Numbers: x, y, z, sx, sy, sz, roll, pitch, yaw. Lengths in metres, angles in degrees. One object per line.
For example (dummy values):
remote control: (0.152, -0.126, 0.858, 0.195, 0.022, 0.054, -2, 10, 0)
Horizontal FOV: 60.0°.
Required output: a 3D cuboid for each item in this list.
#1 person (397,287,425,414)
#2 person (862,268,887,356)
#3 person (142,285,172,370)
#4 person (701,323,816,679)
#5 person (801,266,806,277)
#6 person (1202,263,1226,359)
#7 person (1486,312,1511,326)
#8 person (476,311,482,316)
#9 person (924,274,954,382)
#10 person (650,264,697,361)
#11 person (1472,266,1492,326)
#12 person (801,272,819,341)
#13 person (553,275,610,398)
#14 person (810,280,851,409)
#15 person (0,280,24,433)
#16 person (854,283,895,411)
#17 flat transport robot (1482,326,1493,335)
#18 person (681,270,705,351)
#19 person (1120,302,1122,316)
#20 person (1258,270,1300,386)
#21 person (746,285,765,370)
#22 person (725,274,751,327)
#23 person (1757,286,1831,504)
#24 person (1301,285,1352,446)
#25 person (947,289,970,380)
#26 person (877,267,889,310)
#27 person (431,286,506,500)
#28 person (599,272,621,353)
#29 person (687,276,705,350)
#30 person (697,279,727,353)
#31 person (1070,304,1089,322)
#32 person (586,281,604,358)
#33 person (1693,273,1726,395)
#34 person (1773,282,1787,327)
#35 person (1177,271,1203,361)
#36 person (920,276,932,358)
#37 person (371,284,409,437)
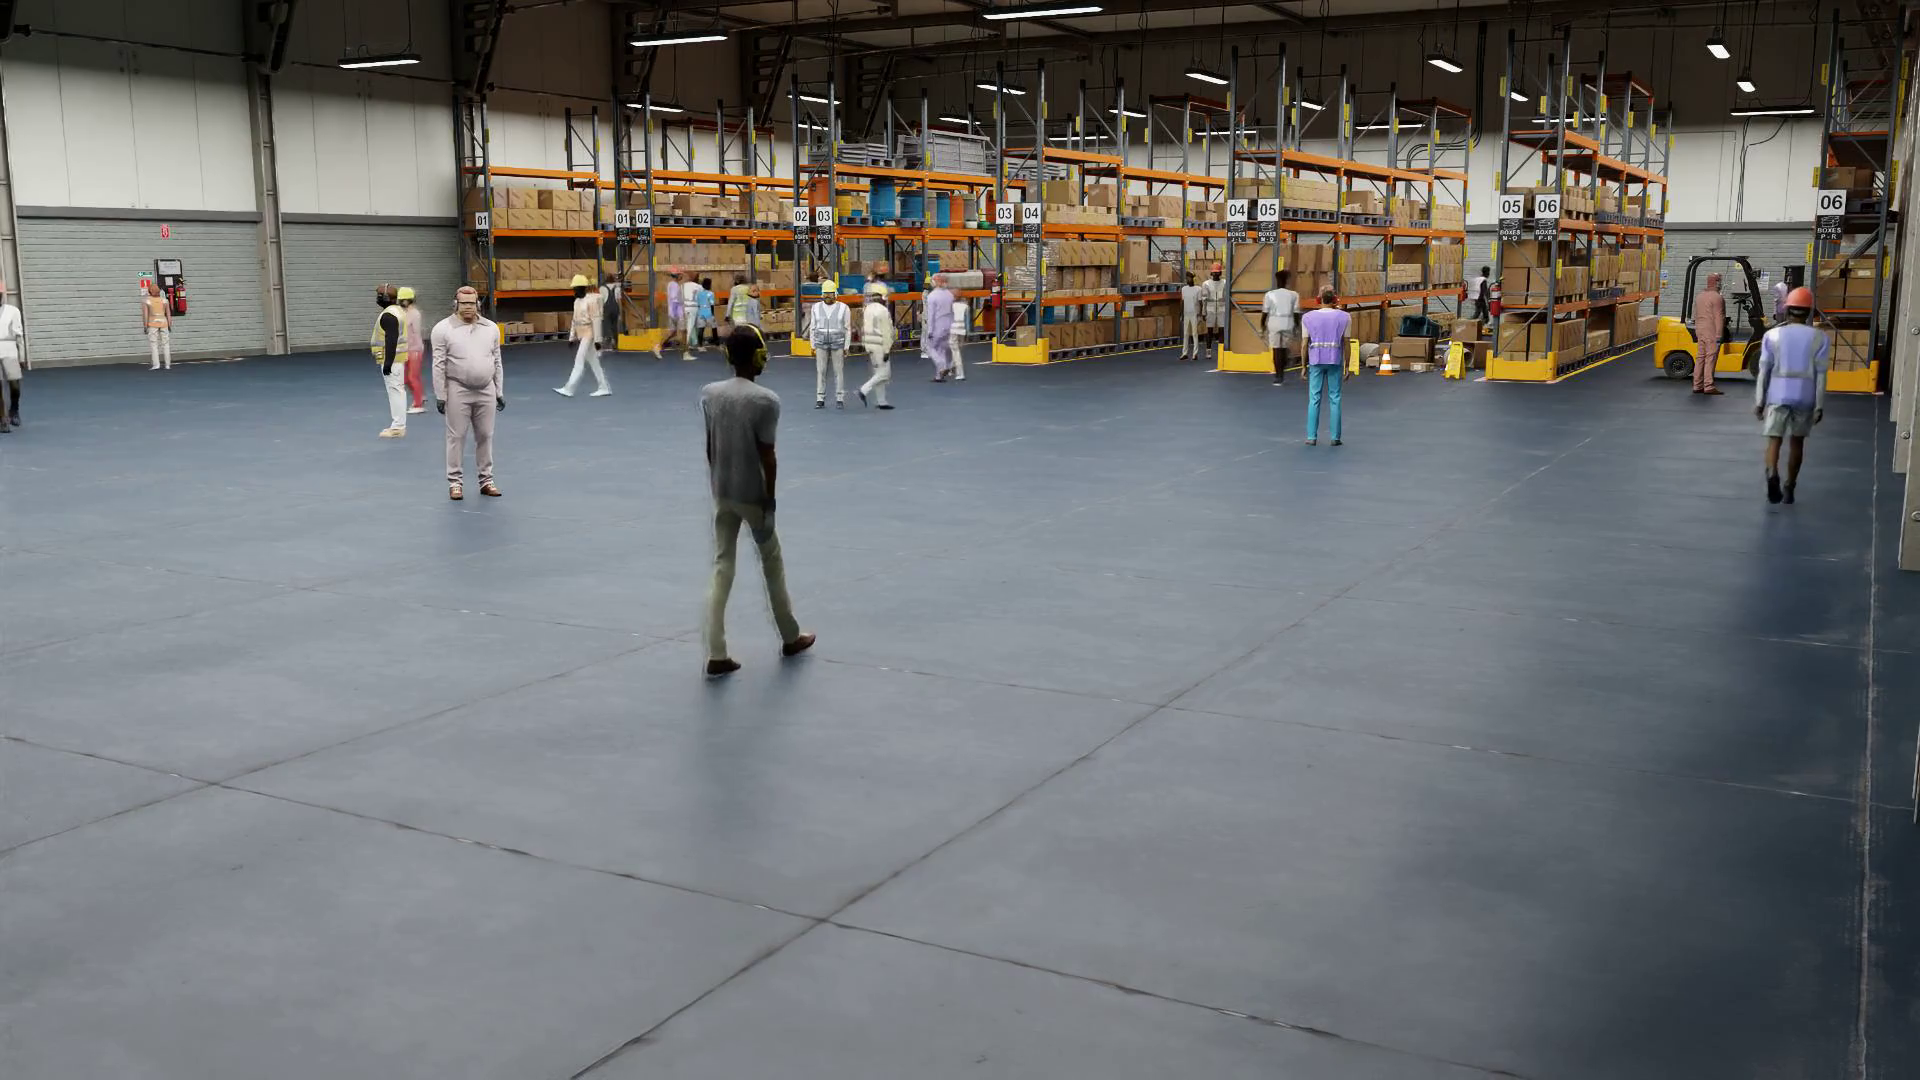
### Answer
person: (-7.603, -2.610, 22.972, 0.528, 1.758, 0.360, 9, 13, 44)
person: (-1.840, -4.960, 36.221, 0.637, 1.920, 0.590, 9, 13, 41)
person: (-15.342, -4.064, 31.857, 0.379, 1.631, 0.590, 9, 13, 42)
person: (-1.108, -0.223, 8.785, 0.518, 1.829, 0.847, 4, 10, 22)
person: (-4.874, -7.475, 51.063, 0.355, 1.883, 0.575, -5, 11, -27)
person: (5.418, -4.838, 35.191, 0.604, 2.038, 0.403, 1, 10, 8)
person: (15.155, -6.663, 46.525, 0.982, 1.813, 0.535, 6, 11, 29)
person: (-5.624, -1.884, 19.122, 0.507, 1.610, 0.627, 0, 10, -2)
person: (-0.363, -3.630, 28.577, 0.460, 1.880, 0.645, 8, 13, 40)
person: (-5.951, -4.696, 34.419, 0.893, 2.015, 0.617, -3, 10, -19)
person: (14.904, -6.793, 47.079, 0.954, 1.871, 0.601, 2, 10, 10)
person: (-3.385, -5.252, 38.225, 0.638, 1.821, 0.636, 4, 11, 24)
person: (-5.864, -3.127, 25.613, 0.982, 1.872, 0.608, -7, 12, -34)
person: (-1.859, -2.790, 23.784, 0.591, 1.833, 0.403, 1, 10, 3)
person: (-11.864, -2.283, 20.546, 0.551, 1.922, 0.467, -6, 11, -31)
person: (-1.211, -2.685, 23.281, 0.593, 1.799, 0.592, -6, 11, -31)
flat transport robot: (14.400, -5.785, 45.882, 0.652, 0.197, 1.431, 3, 10, 15)
person: (-6.137, -5.284, 38.367, 0.598, 1.833, 0.994, 5, 11, 27)
person: (4.975, -7.470, 50.868, 0.349, 1.942, 0.545, 4, 10, 21)
person: (5.393, -3.596, 28.213, 0.629, 1.924, 0.930, -1, 10, -6)
person: (-3.924, -4.054, 31.761, 0.272, 1.632, 0.507, -5, 11, -26)
person: (-4.733, -4.876, 36.118, 0.957, 1.802, 0.633, 5, 11, 29)
person: (7.219, -1.236, 14.449, 0.549, 1.918, 0.757, 5, 11, 28)
person: (4.193, -1.997, 19.090, 0.566, 1.849, 0.389, 2, 10, 11)
person: (-0.115, -3.637, 29.440, 0.516, 1.595, 0.855, -7, 12, -34)
person: (-2.076, -6.372, 44.618, 0.566, 1.882, 1.017, 5, 11, 27)
person: (-4.397, -1.318, 14.956, 0.652, 1.904, 0.403, -7, 12, -36)
person: (-7.828, -5.103, 37.361, 0.500, 1.830, 0.548, -5, 11, -28)
person: (-6.197, -5.312, 38.769, 0.529, 1.765, 0.340, 7, 12, 34)
person: (-5.632, -5.058, 37.535, 0.553, 1.655, 0.819, 7, 12, 35)
person: (3.722, -7.437, 50.897, 1.012, 1.873, 0.711, -7, 12, -37)
person: (-7.901, -4.726, 35.679, 0.516, 1.641, 0.308, -3, 10, -16)
person: (11.873, -3.251, 26.271, 0.408, 1.905, 0.654, -1, 10, -7)
person: (18.369, -5.078, 36.950, 0.582, 1.917, 0.405, 5, 11, 27)
person: (4.821, -4.673, 34.722, 0.520, 1.865, 0.335, 7, 12, 37)
person: (-0.666, -4.767, 35.627, 0.325, 1.740, 0.492, 3, 10, 14)
person: (-6.870, -2.159, 20.063, 0.429, 1.844, 0.624, -2, 10, -11)
